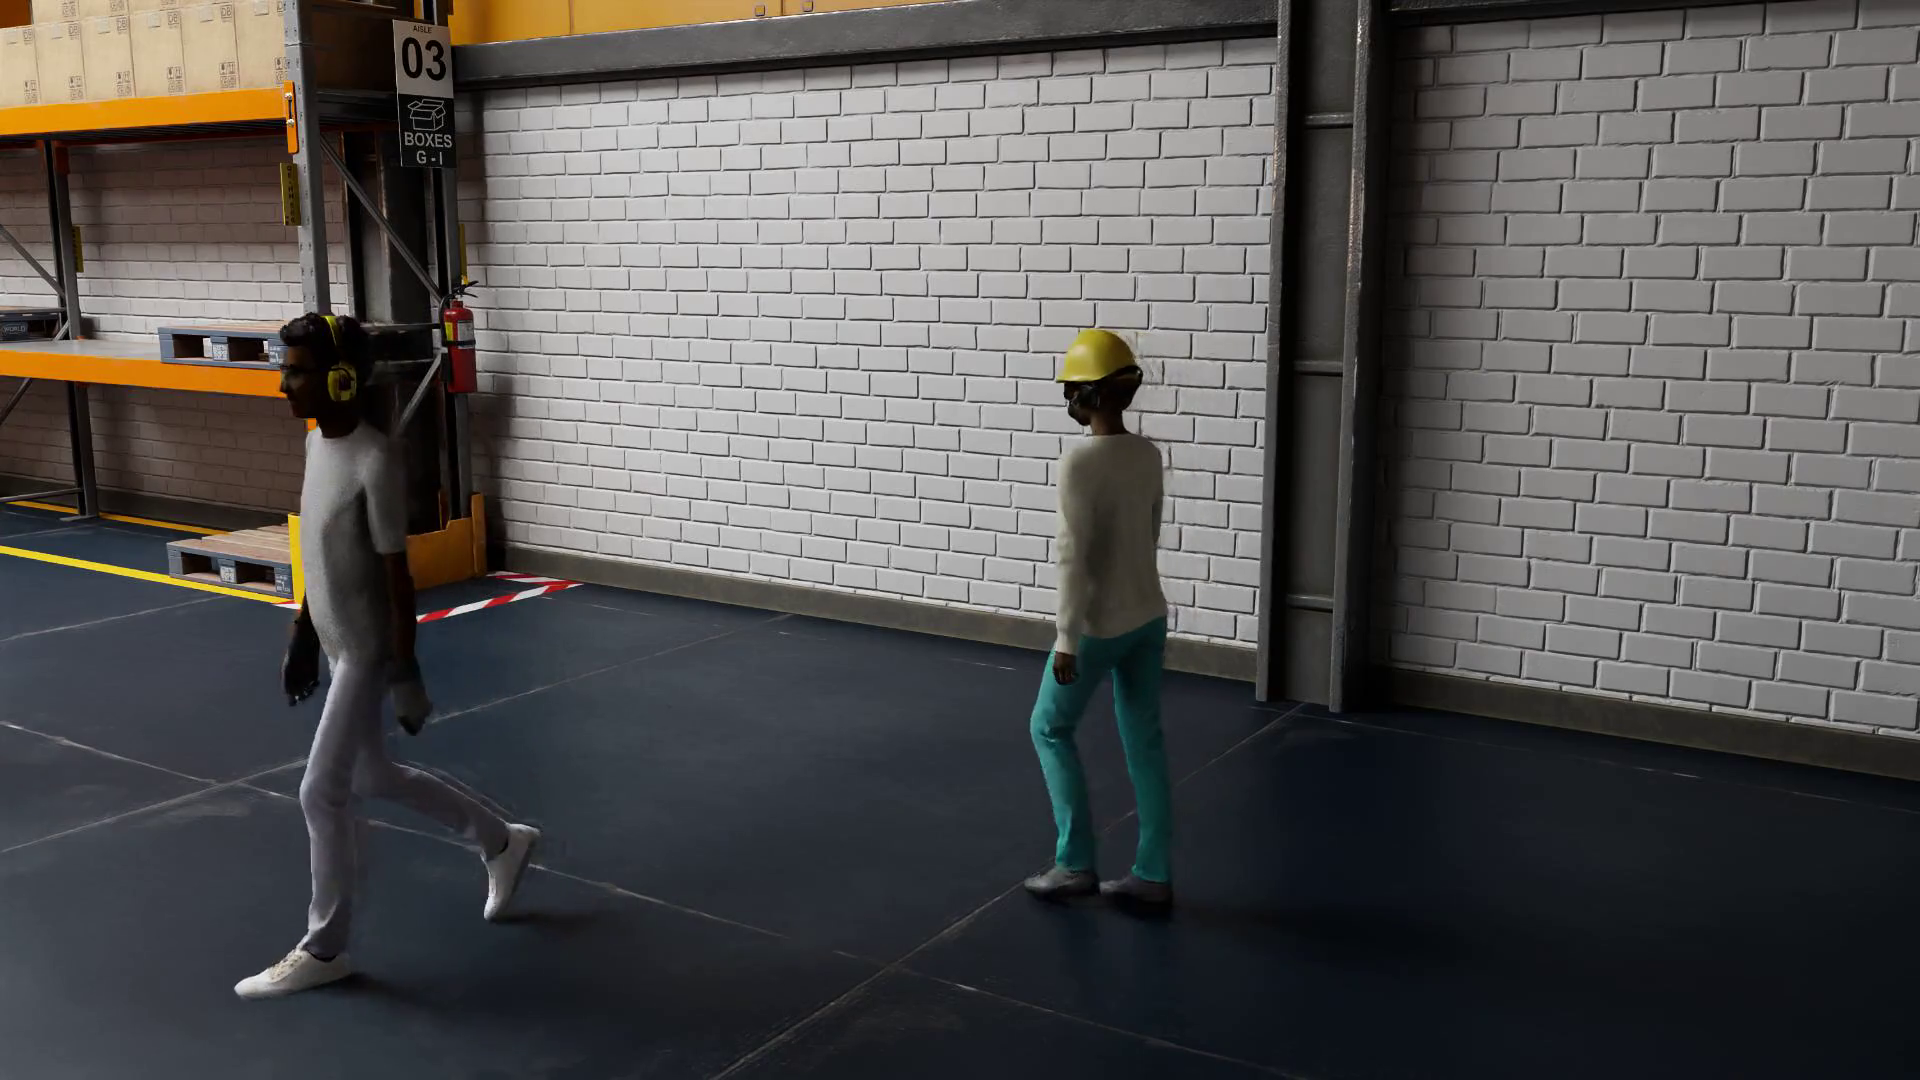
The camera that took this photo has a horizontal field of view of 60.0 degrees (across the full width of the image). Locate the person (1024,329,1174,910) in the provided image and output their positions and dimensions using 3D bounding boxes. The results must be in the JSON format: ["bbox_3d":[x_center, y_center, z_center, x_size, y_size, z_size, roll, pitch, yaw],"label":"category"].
[{"bbox_3d":[0.418,0.250,5.011,0.578,1.748,0.572,8,13,39],"label":"person"}]

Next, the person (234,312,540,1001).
[{"bbox_3d":[-1.593,0.293,4.576,0.824,1.846,0.533,-7,12,-35],"label":"person"}]
